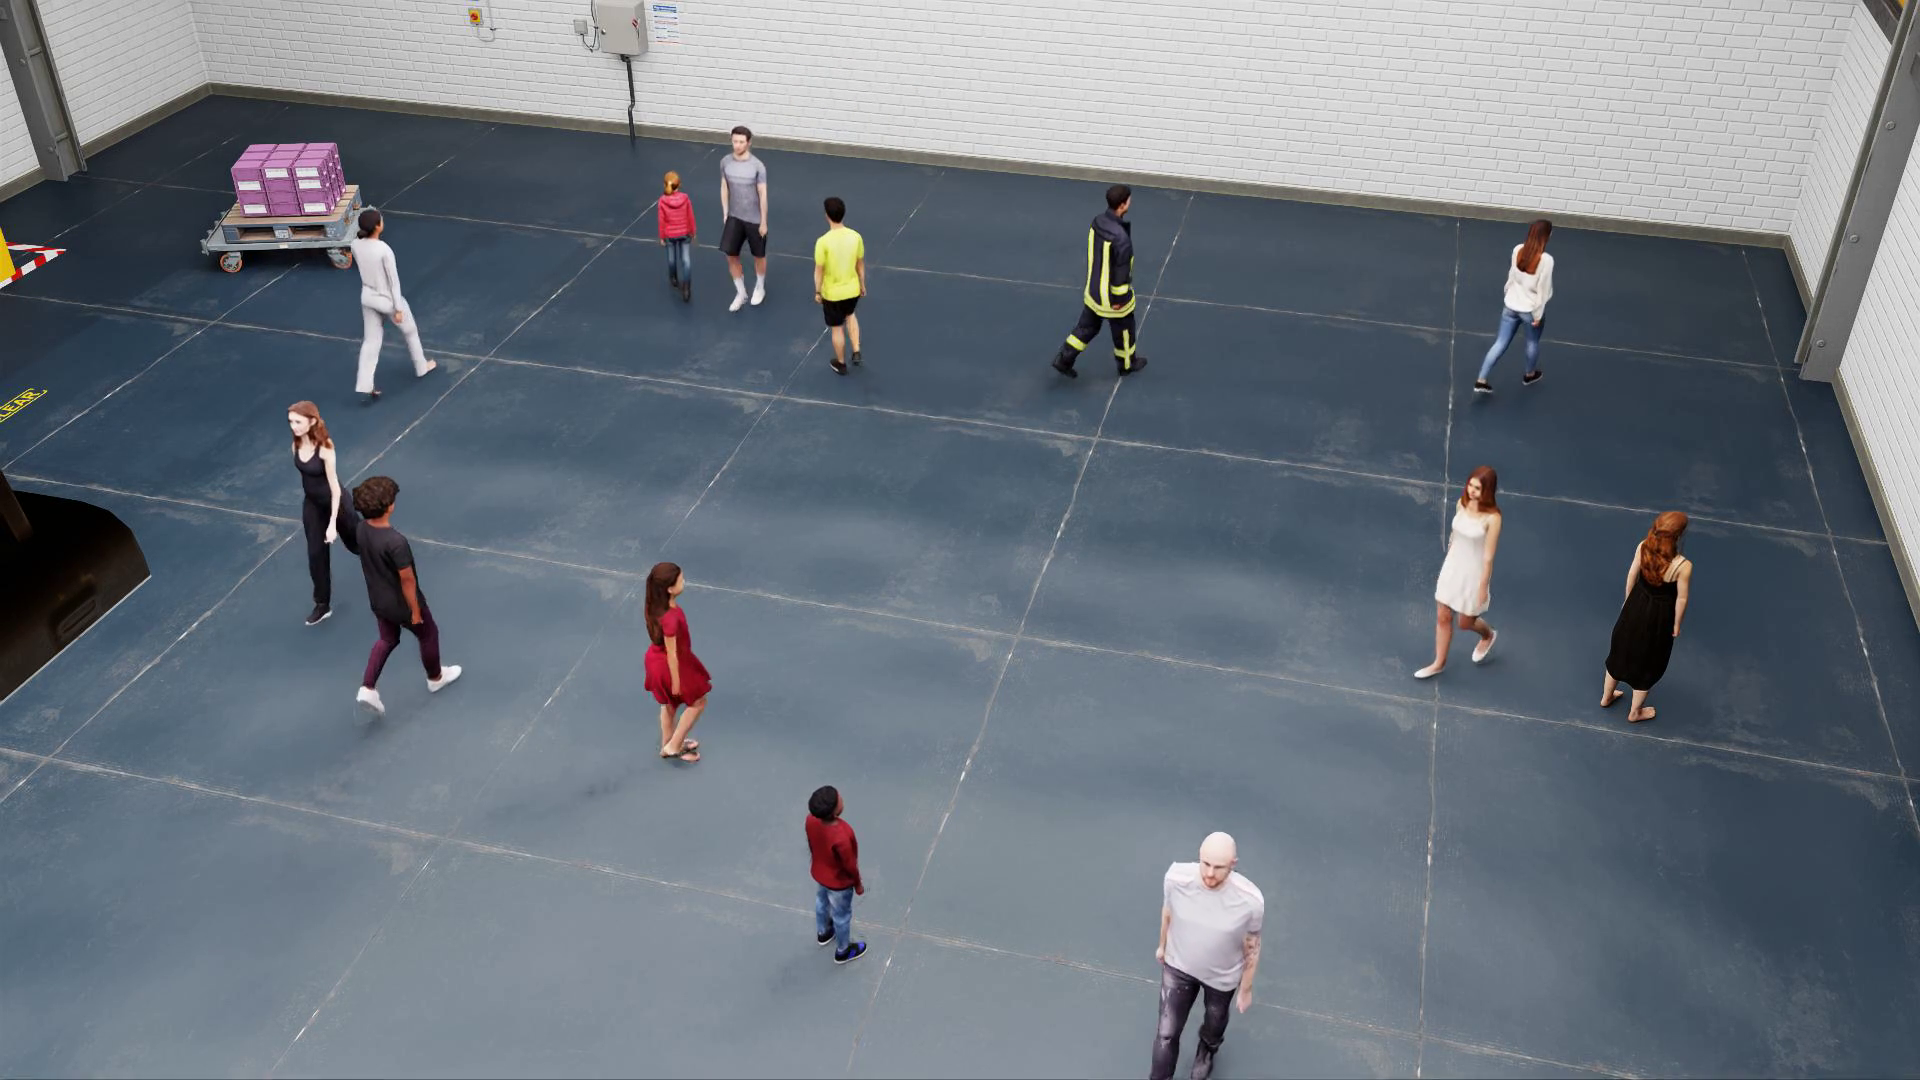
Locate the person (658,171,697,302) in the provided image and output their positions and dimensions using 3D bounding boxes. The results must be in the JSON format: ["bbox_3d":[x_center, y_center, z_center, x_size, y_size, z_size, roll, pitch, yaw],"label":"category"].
[{"bbox_3d":[-2.830,-3.031,16.704,0.737,1.296,0.887,-7,34,-11],"label":"person"}]

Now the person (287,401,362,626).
[{"bbox_3d":[-4.546,-0.282,12.200,0.633,1.704,1.134,11,35,16],"label":"person"}]

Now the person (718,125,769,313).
[{"bbox_3d":[-2.071,-3.236,16.505,0.680,1.858,0.776,9,35,13],"label":"person"}]

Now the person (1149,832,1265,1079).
[{"bbox_3d":[1.279,2.118,8.498,0.755,1.804,1.056,12,35,17],"label":"person"}]

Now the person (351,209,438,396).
[{"bbox_3d":[-5.250,-2.105,14.934,0.720,1.713,1.152,12,35,17],"label":"person"}]

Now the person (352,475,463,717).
[{"bbox_3d":[-3.831,0.404,11.116,0.810,1.761,1.100,18,38,25],"label":"person"}]

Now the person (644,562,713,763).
[{"bbox_3d":[-1.928,0.819,10.692,0.754,1.540,0.695,-16,37,-23],"label":"person"}]

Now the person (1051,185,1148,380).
[{"bbox_3d":[1.268,-2.291,15.047,1.310,1.898,1.257,-17,37,-24],"label":"person"}]

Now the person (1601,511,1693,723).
[{"bbox_3d":[4.594,0.494,11.103,0.732,1.625,0.686,-24,40,-31],"label":"person"}]

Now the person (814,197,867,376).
[{"bbox_3d":[-1.064,-2.280,15.210,0.767,1.699,0.825,-16,37,-22],"label":"person"}]

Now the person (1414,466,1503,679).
[{"bbox_3d":[3.559,0.213,11.461,0.955,1.697,0.911,-16,37,-23],"label":"person"}]

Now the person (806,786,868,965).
[{"bbox_3d":[-0.719,1.883,9.347,0.627,1.255,0.589,-27,42,-34],"label":"person"}]

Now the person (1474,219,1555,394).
[{"bbox_3d":[4.984,-2.039,14.886,1.175,1.656,1.057,-21,39,-29],"label":"person"}]
